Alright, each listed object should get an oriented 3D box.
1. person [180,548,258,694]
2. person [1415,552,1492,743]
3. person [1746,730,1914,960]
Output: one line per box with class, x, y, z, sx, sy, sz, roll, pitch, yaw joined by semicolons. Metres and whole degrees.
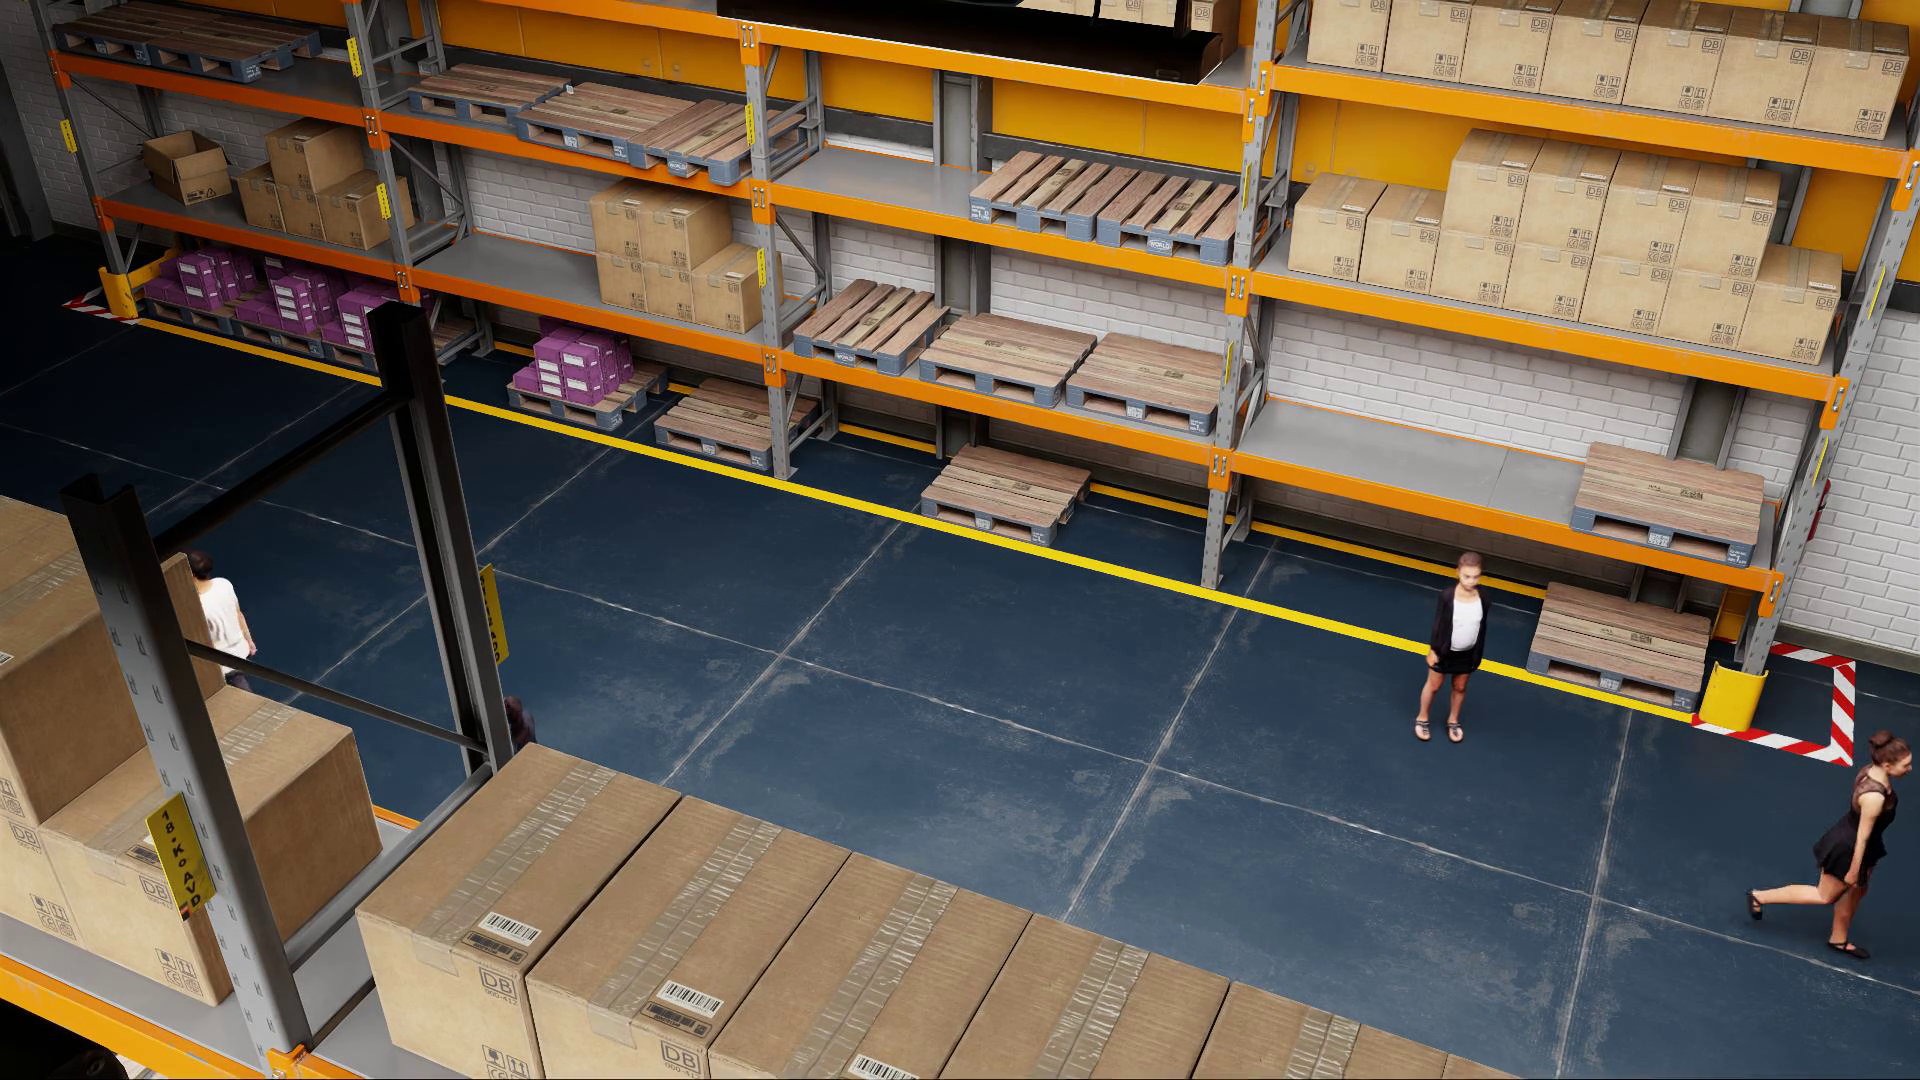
person;-4.933;0.814;11.339;1.189;1.682;0.878;4;34;5
person;3.446;0.730;11.582;0.566;1.552;0.662;2;34;3
person;5.214;1.797;9.886;0.989;1.653;0.612;17;37;24
